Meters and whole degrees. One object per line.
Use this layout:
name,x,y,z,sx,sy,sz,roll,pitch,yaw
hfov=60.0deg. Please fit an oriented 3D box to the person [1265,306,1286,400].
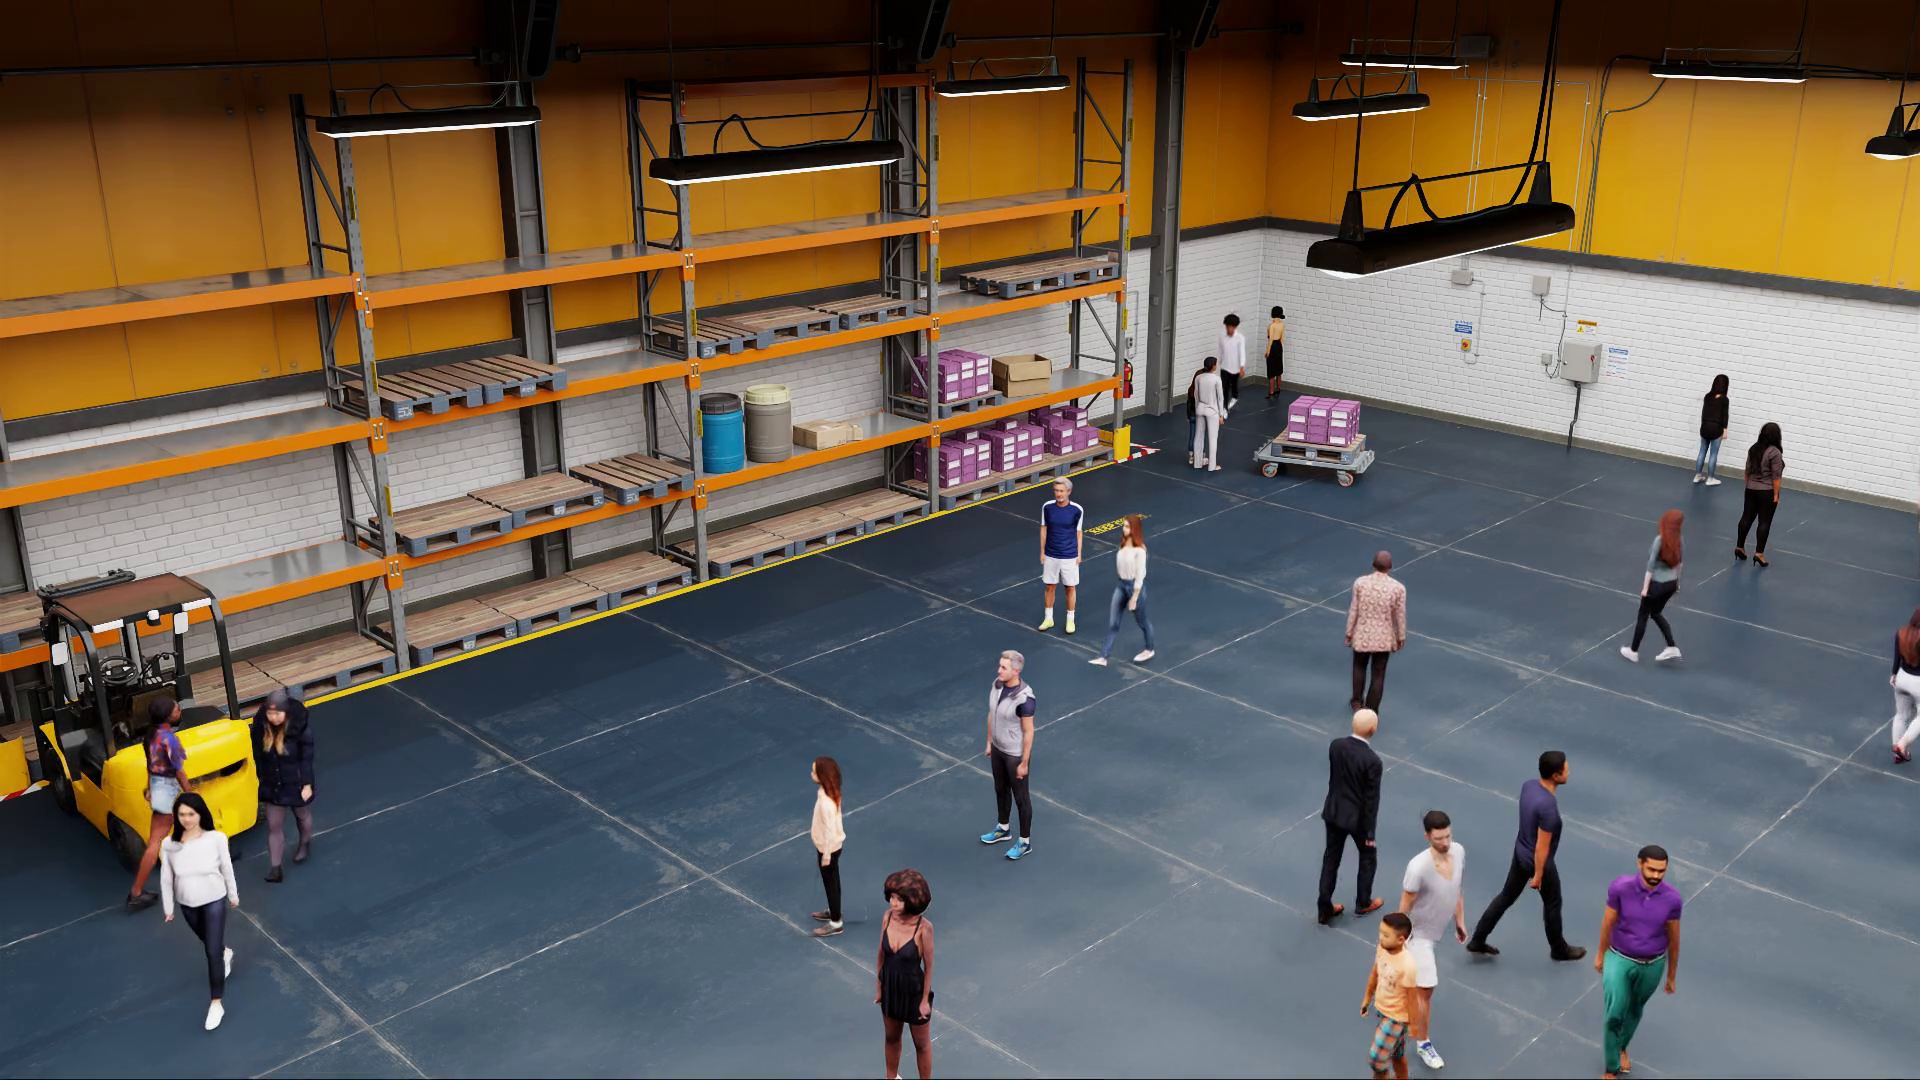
person,5.576,-3.330,29.490,0.479,1.654,0.640,-16,25,-40

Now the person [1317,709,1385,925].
person,2.970,2.186,12.920,0.825,1.775,0.729,-17,25,-41

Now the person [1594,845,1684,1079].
person,4.516,2.790,11.172,0.891,1.747,1.003,5,19,13

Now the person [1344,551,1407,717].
person,4.073,1.005,16.409,0.916,1.786,0.991,7,20,19

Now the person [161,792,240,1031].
person,-5.430,2.566,11.970,1.142,1.662,1.102,-3,19,-9

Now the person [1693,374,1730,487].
person,11.078,-1.638,24.479,0.585,1.645,0.618,-12,22,-31

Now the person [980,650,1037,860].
person,0.436,1.777,14.050,0.611,1.829,0.724,-13,23,-35

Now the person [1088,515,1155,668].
person,1.912,0.562,17.888,1.150,1.683,0.747,-12,22,-32

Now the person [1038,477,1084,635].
person,1.147,0.151,18.862,0.723,1.839,0.736,4,19,12

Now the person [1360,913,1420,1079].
person,2.878,3.069,10.816,0.875,1.444,0.731,-7,20,-19

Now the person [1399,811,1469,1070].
person,3.191,2.642,11.517,0.986,1.806,0.892,-18,25,-42

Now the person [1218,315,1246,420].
person,4.591,-2.959,28.230,0.982,1.755,1.257,7,20,19

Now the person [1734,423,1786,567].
person,10.139,-0.588,21.056,0.715,1.840,0.732,-9,20,-24

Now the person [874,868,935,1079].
person,-0.347,2.921,10.714,0.612,1.790,0.620,10,21,26

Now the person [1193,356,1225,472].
person,3.751,-1.925,25.190,0.658,1.736,0.560,14,23,36

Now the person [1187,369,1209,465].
person,3.667,-1.895,25.494,0.607,1.483,0.584,11,21,29

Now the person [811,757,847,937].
person,-1.022,2.355,12.876,0.685,1.484,0.644,-2,19,-5

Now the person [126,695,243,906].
person,-6.437,2.105,13.285,0.595,1.696,1.160,15,24,38

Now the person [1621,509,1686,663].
person,7.616,0.536,17.929,0.844,1.705,0.838,-14,23,-36

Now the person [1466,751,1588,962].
person,4.180,2.380,12.382,1.223,1.751,1.093,-2,19,-5

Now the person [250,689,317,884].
person,-5.544,1.968,13.795,1.073,1.630,1.105,-1,19,-2

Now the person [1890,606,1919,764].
person,8.926,1.376,15.598,0.710,1.600,0.692,-10,21,-27
